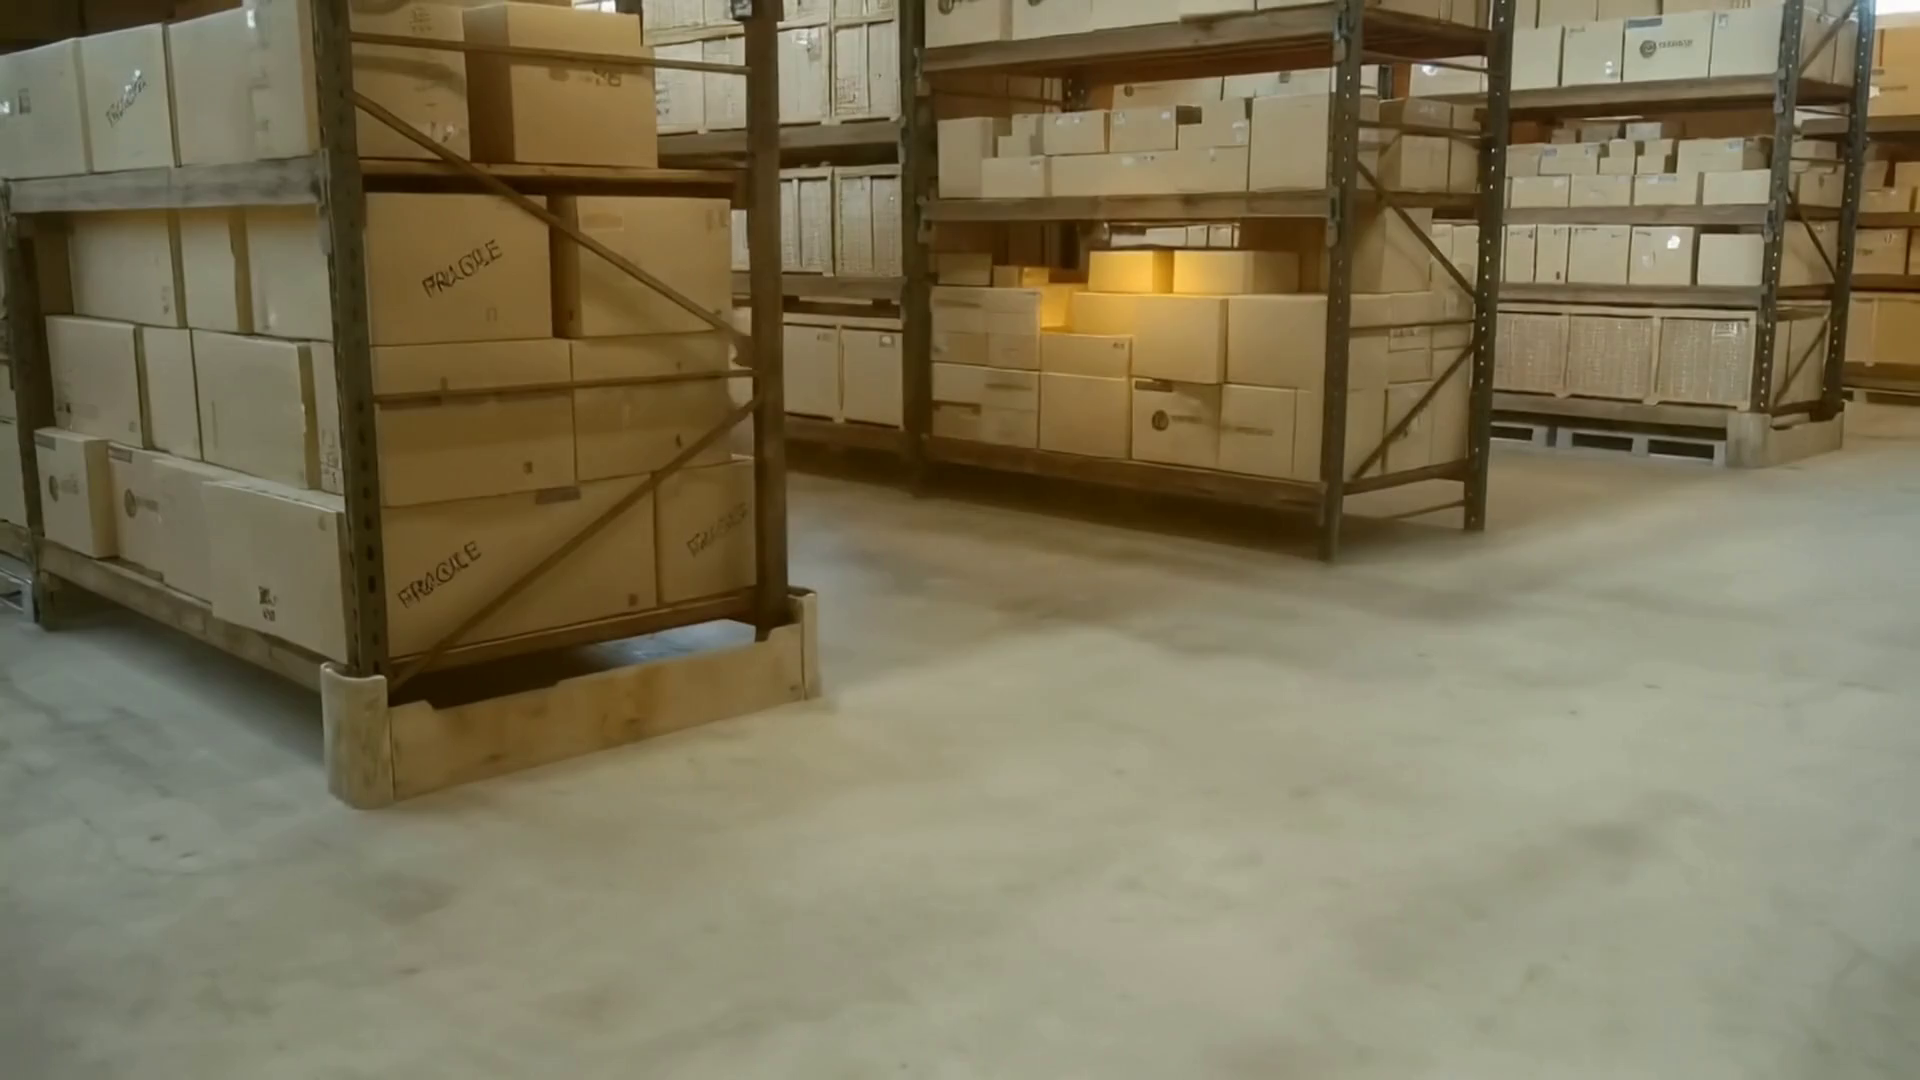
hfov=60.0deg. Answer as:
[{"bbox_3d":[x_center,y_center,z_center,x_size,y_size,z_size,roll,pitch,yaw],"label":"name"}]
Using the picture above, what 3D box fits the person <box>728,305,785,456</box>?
[{"bbox_3d":[-1.242,-0.459,9.438,0.531,1.748,0.572,-8,13,-36],"label":"person"}]
